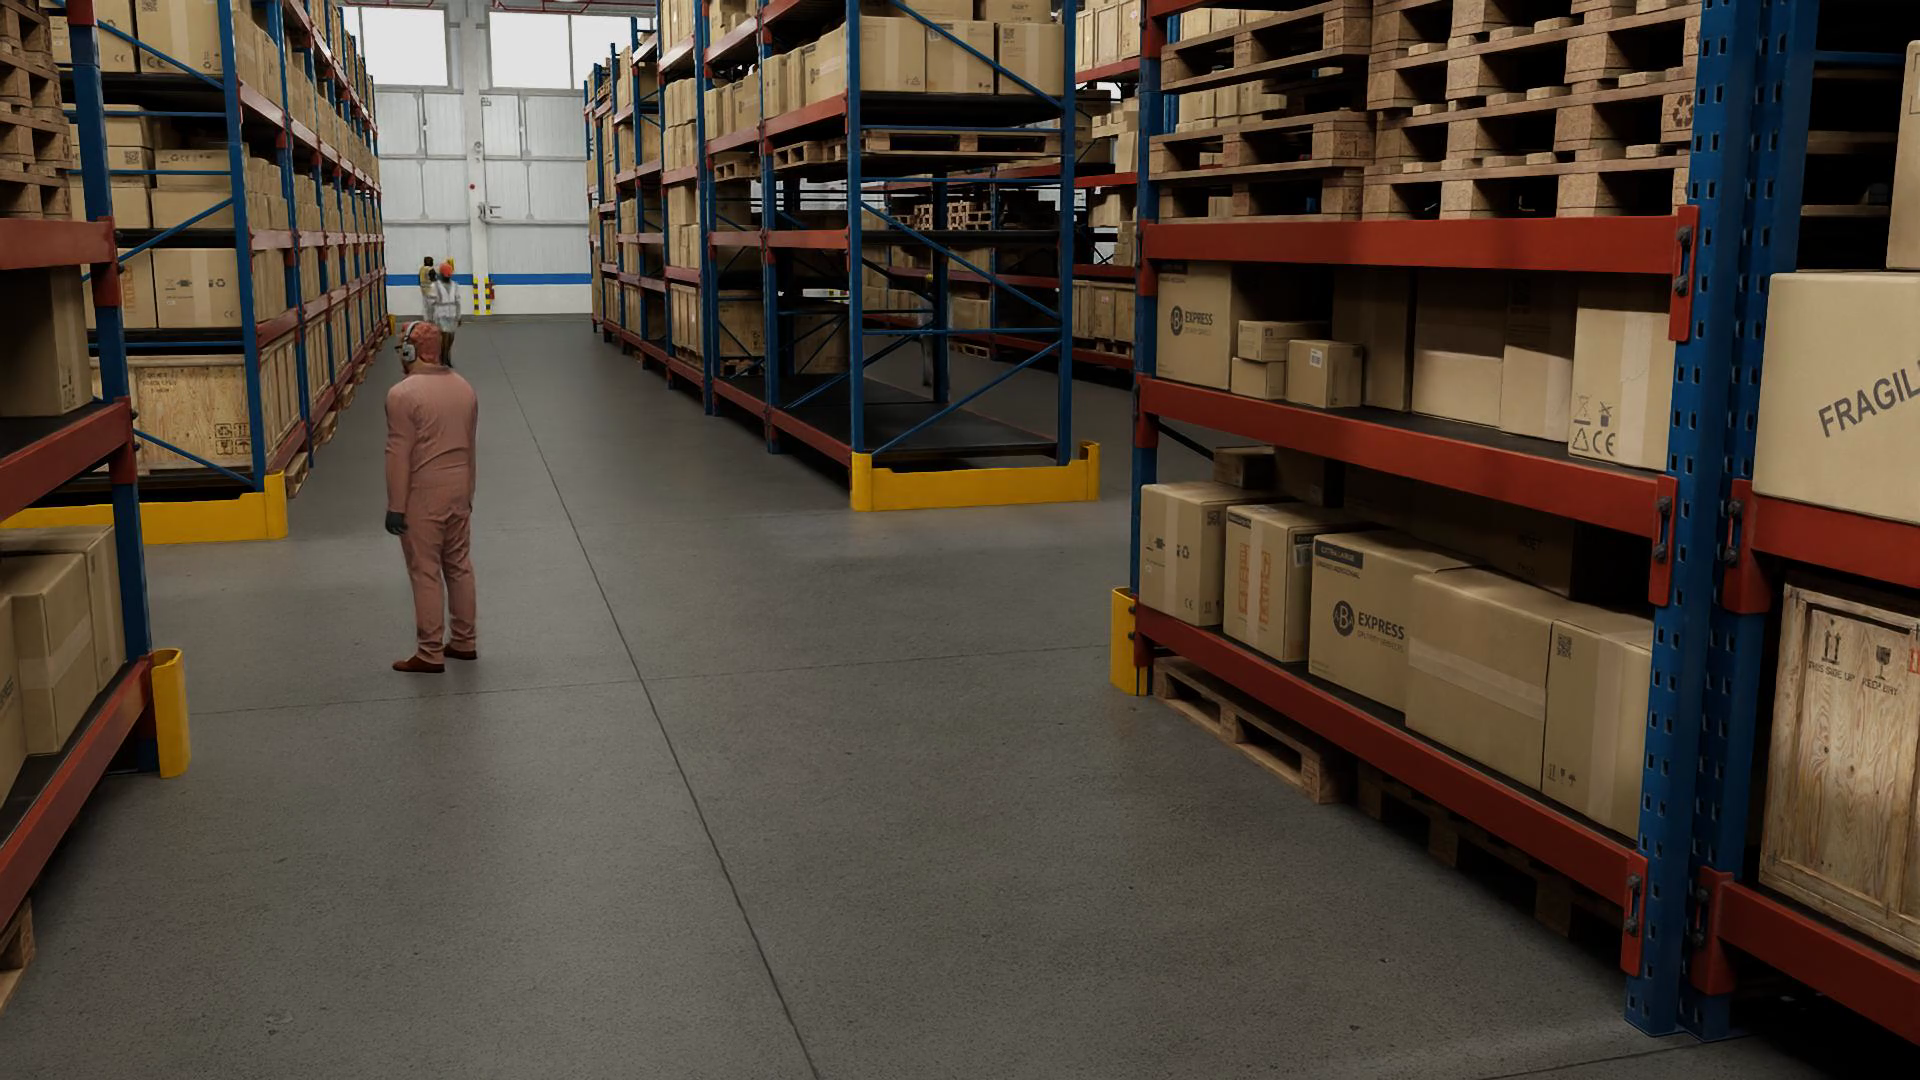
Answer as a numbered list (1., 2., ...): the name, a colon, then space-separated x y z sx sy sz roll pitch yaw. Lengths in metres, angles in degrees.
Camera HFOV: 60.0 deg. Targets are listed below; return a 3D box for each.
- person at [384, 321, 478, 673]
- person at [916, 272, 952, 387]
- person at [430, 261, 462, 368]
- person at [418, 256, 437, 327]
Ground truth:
1. person: -2.892 -0.234 9.057 0.399 1.900 0.643 4 11 20
2. person: -0.391 -3.259 25.886 0.594 1.807 0.780 -2 11 -11
3. person: -9.312 -4.076 30.089 0.562 1.942 0.507 -10 14 -42
4. person: -13.860 -6.482 43.452 0.624 1.845 0.430 9 14 40
